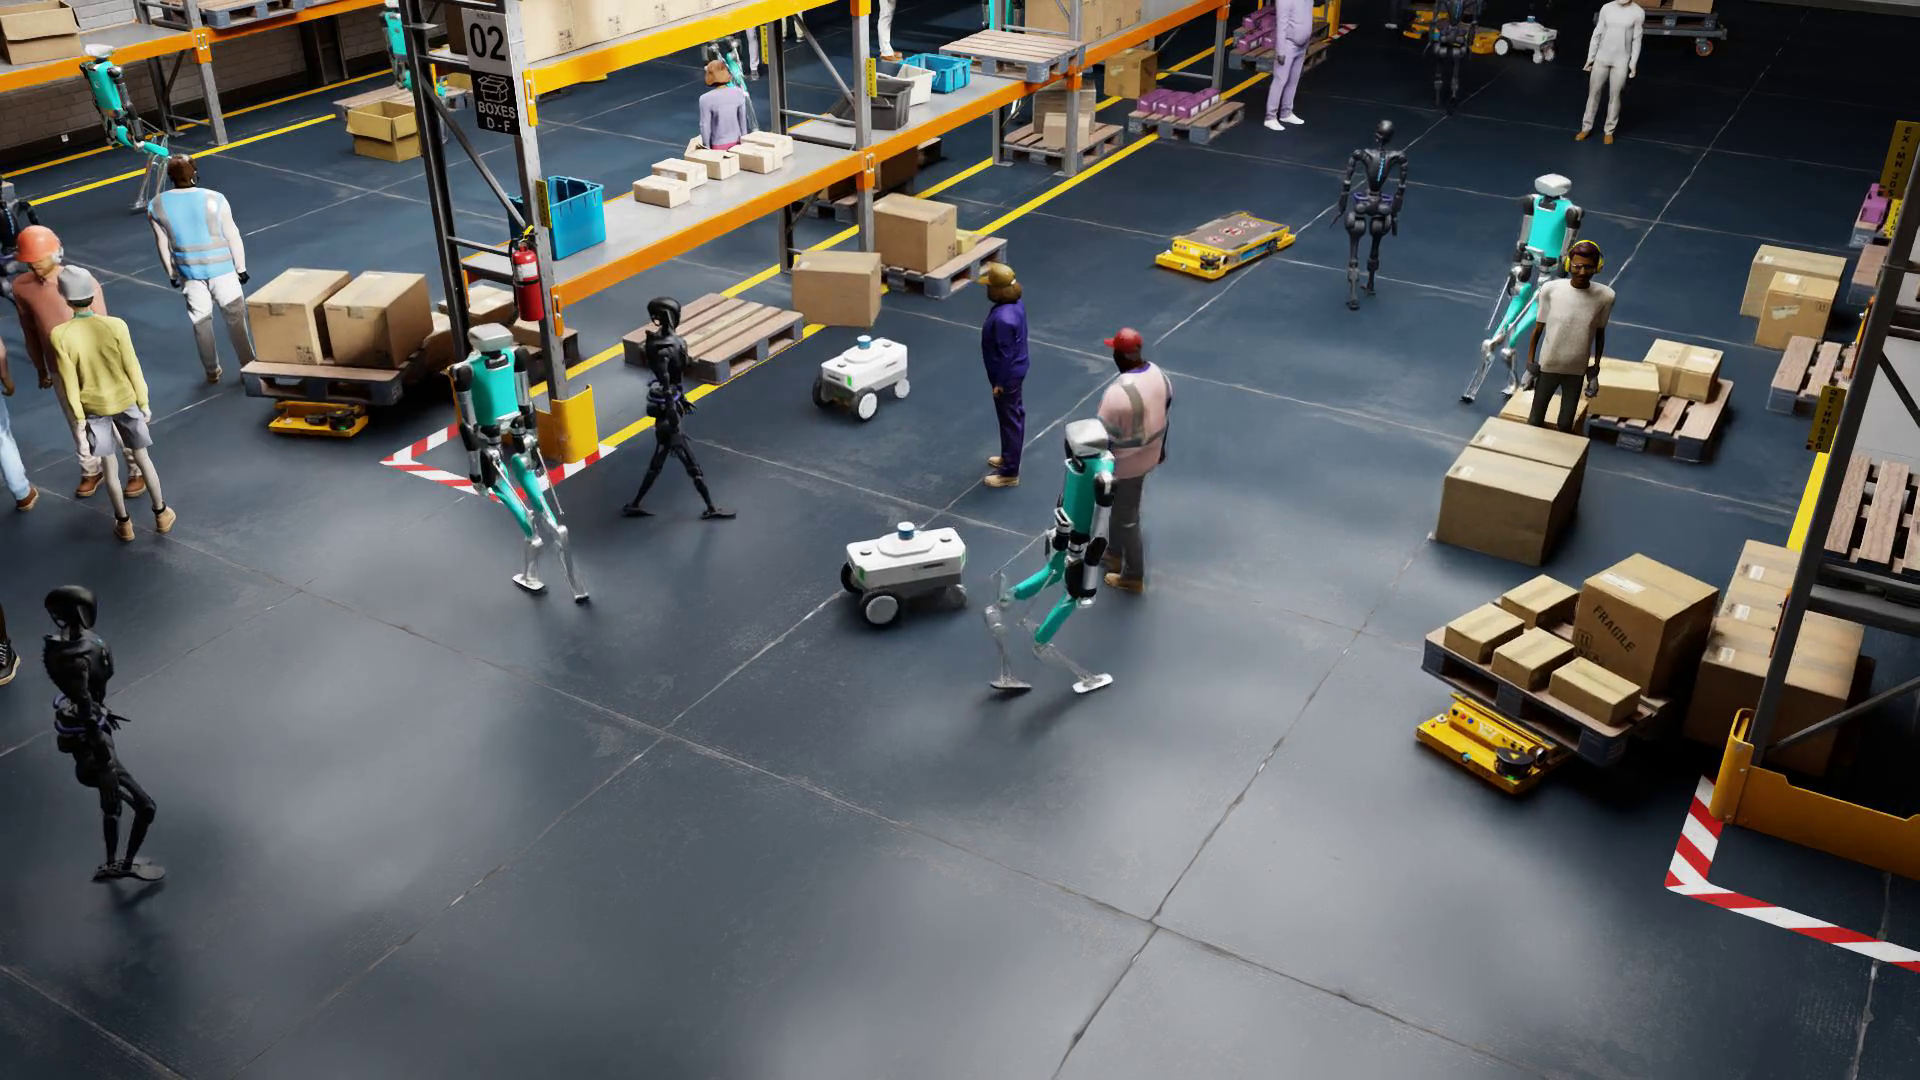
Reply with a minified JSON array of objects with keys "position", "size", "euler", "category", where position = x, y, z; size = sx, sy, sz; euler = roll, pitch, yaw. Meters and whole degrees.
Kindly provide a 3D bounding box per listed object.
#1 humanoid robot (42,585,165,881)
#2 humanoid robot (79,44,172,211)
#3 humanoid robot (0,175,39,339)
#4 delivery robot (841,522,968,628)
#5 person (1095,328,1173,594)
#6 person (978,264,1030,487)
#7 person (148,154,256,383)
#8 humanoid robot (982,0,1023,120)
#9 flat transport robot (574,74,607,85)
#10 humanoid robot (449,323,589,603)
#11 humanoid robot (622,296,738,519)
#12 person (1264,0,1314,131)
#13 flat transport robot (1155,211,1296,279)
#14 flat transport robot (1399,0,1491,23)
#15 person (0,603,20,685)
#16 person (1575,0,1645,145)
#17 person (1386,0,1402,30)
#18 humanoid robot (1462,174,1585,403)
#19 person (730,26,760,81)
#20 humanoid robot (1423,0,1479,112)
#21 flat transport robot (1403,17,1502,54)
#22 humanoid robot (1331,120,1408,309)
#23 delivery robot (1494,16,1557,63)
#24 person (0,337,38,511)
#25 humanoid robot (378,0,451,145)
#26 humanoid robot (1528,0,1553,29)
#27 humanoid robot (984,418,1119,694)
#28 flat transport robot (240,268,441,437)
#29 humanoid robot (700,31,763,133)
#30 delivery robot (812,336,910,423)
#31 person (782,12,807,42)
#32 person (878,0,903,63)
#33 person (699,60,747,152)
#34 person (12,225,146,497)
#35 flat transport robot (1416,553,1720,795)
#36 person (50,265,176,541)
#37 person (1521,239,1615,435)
[{"position":[-4.103,0.931,7.874],"size":[0.380,1.641,0.609],"euler":[-14,32,-23],"category":"humanoid robot"},{"position":[-8.266,-4.164,16.717],"size":[0.537,1.697,0.743],"euler":[14,33,24],"category":"humanoid robot"},{"position":[-7.625,-2.177,13.401],"size":[0.760,1.632,0.596],"euler":[20,35,31],"category":"humanoid robot"},{"position":[-0.353,0.183,10.341],"size":[0.801,0.608,0.499],"euler":[-9,31,-16],"category":"delivery robot"},{"position":[0.971,-0.511,10.358],"size":[0.662,1.727,0.631],"euler":[19,35,31],"category":"person"},{"position":[0.295,-1.151,11.602],"size":[0.361,1.618,0.456],"euler":[5,30,9],"category":"person"},{"position":[-5.937,-2.129,13.110],"size":[0.621,1.844,0.430],"euler":[-6,30,-10],"category":"person"},{"position":[0.605,-5.858,19.676],"size":[0.533,1.677,0.735],"euler":[17,34,27],"category":"humanoid robot"},{"position":[-5.402,-6.109,21.749],"size":[1.431,0.231,0.659],"euler":[-12,32,-21],"category":"flat transport robot"},{"position":[-2.630,-0.363,10.203],"size":[0.787,1.891,0.553],"euler":[21,36,33],"category":"humanoid robot"},{"position":[-1.940,-0.872,11.115],"size":[0.797,1.629,0.589],"euler":[-3,30,-5],"category":"humanoid robot"},{"position":[3.926,-5.789,19.542],"size":[0.396,1.895,0.659],"euler":[25,38,37],"category":"person"},{"position":[2.563,-2.836,15.958],"size":[0.659,0.231,1.431],"euler":[24,37,36],"category":"flat transport robot"},{"position":[7.265,-7.912,24.937],"size":[0.659,0.231,1.431],"euler":[12,32,21],"category":"flat transport robot"},{"position":[-5.758,-0.057,9.320],"size":[0.613,1.963,0.361],"euler":[-1,30,-3],"category":"person"},{"position":[7.455,-5.485,19.001],"size":[0.572,1.890,0.374],"euler":[16,33,26],"category":"person"},{"position":[6.397,-8.459,24.327],"size":[0.540,1.818,0.789],"euler":[-3,30,-6],"category":"person"},{"position":[4.268,-1.828,12.796],"size":[0.777,1.895,0.549],"euler":[-16,33,-26],"category":"humanoid robot"},{"position":[-2.828,-6.963,21.552],"size":[0.488,1.952,0.420],"euler":[2,30,4],"category":"person"},{"position":[5.955,-6.025,20.185],"size":[0.584,1.642,0.543],"euler":[3,30,5],"category":"humanoid robot"},{"position":[7.071,-7.164,23.614],"size":[0.659,0.231,1.431],"euler":[-20,35,-31],"category":"flat transport robot"},{"position":[3.591,-2.901,14.671],"size":[0.598,1.637,0.615],"euler":[1,29,1],"category":"humanoid robot"},{"position":[7.791,-6.877,22.808],"size":[0.499,0.586,0.765],"euler":[-22,36,-34],"category":"delivery robot"},{"position":[-6.678,-1.084,11.125],"size":[0.620,1.986,0.409],"euler":[-13,32,-21],"category":"person"},{"position":[-6.065,-5.315,18.810],"size":[0.531,1.729,0.778],"euler":[10,31,17],"category":"humanoid robot"},{"position":[8.535,-8.305,24.200],"size":[0.594,1.657,0.352],"euler":[10,31,17],"category":"humanoid robot"},{"position":[0.457,0.182,9.157],"size":[0.916,1.783,0.578],"euler":[-8,31,-14],"category":"humanoid robot"},{"position":[-4.775,-1.198,13.060],"size":[0.659,0.231,1.431],"euler":[4,30,7],"category":"flat transport robot"},{"position":[-2.633,-5.539,19.239],"size":[0.589,1.767,0.883],"euler":[-18,34,-29],"category":"humanoid robot"},{"position":[-0.754,-1.282,12.919],"size":[0.499,0.595,0.770],"euler":[23,36,34],"category":"delivery robot"},{"position":[-2.418,-7.953,23.499],"size":[0.561,1.752,0.331],"euler":[6,30,11],"category":"person"},{"position":[-0.965,-7.444,22.415],"size":[0.367,1.939,0.634],"euler":[-1,30,-2],"category":"person"},{"position":[-2.342,-3.938,16.530],"size":[0.500,1.628,0.284],"euler":[-18,34,-29],"category":"person"},{"position":[-6.025,-1.197,11.325],"size":[0.612,1.982,0.416],"euler":[1,29,1],"category":"person"},{"position":[3.277,0.938,9.282],"size":[1.431,0.231,0.659],"euler":[-21,35,-32],"category":"flat transport robot"},{"position":[-5.541,-0.878,10.847],"size":[0.483,1.894,0.380],"euler":[-14,32,-24],"category":"person"},{"position":[4.113,-1.148,11.348],"size":[0.509,1.872,0.329],"euler":[6,30,10],"category":"person"}]
